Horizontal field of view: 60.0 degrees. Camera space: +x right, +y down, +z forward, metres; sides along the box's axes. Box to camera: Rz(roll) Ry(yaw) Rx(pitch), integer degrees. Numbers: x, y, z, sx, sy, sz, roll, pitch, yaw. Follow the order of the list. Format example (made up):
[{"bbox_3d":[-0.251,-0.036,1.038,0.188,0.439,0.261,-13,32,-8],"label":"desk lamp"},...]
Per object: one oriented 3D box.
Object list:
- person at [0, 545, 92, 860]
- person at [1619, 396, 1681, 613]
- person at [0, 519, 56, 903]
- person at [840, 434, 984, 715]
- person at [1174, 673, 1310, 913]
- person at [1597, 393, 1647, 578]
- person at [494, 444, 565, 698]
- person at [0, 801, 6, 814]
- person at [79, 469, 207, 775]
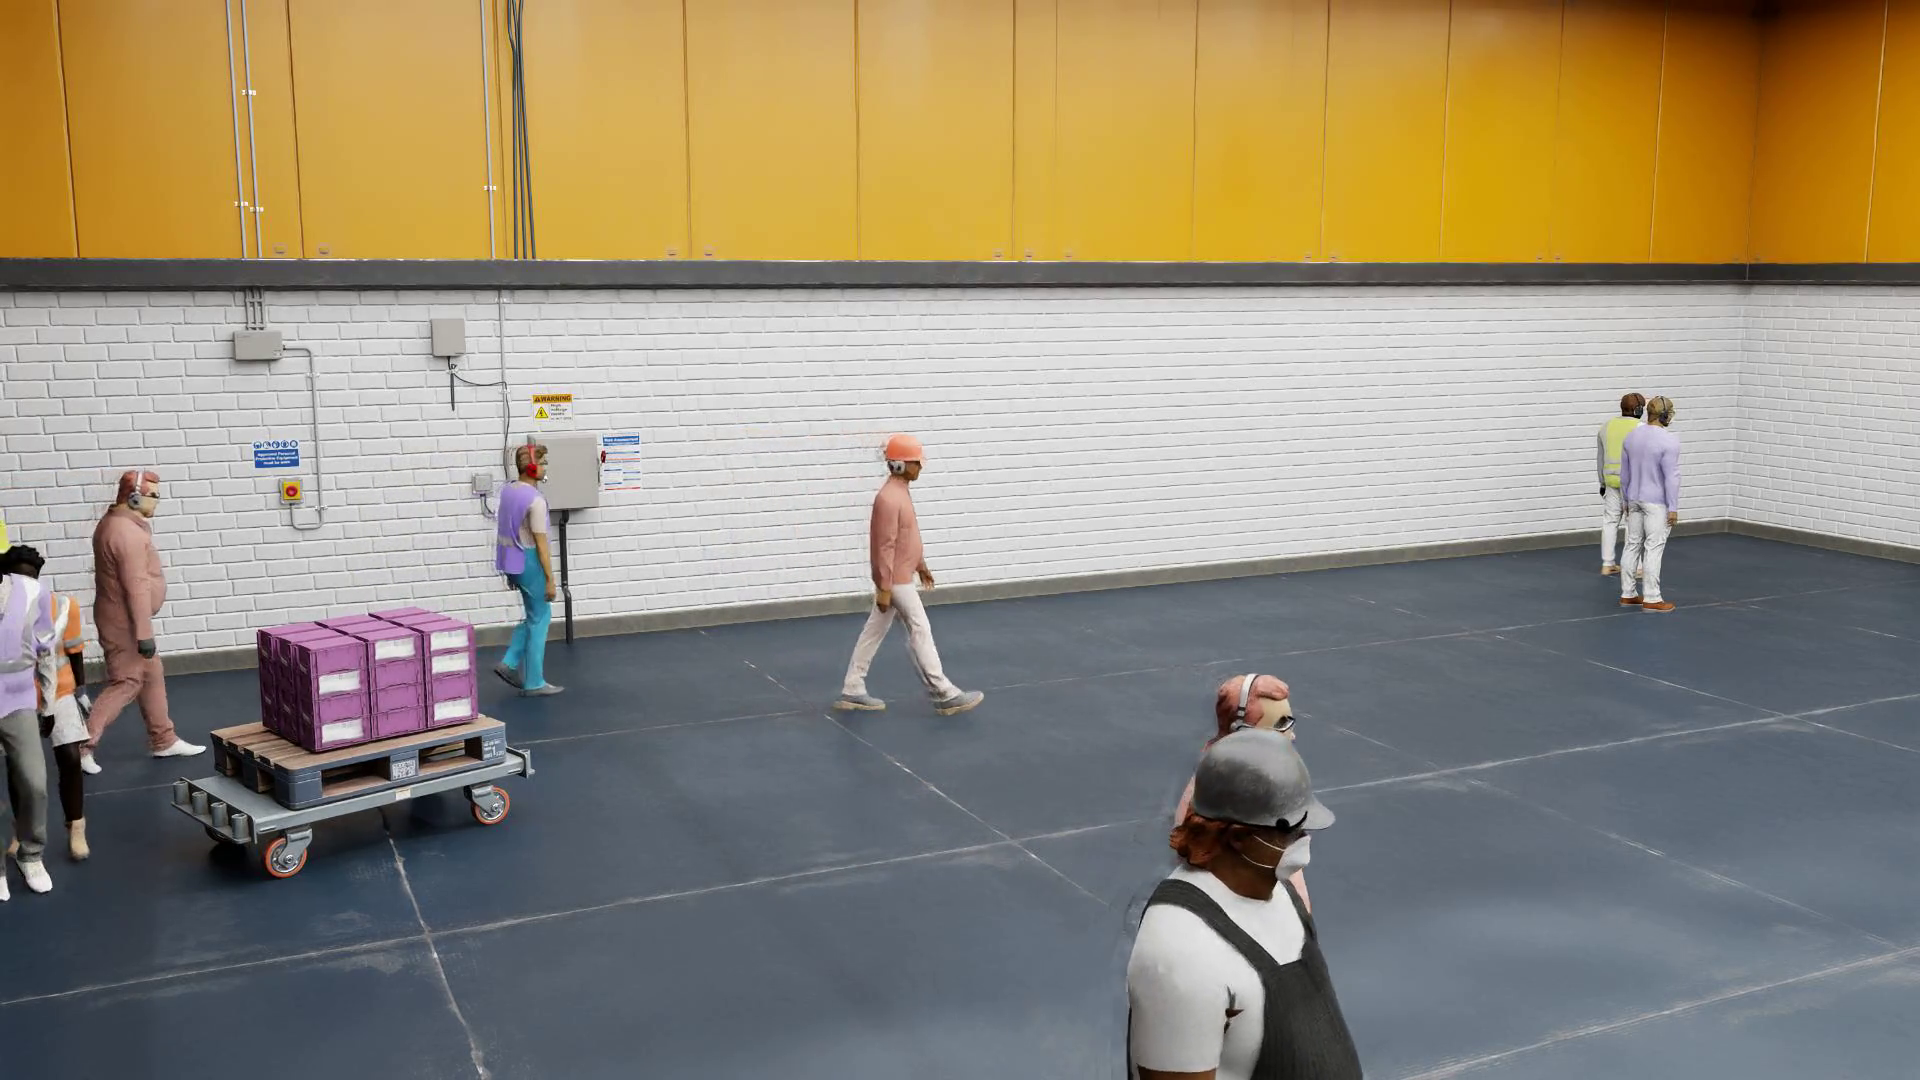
[{"bbox_3d":[-4.747,0.841,8.506,0.551,1.665,0.585,-6,11,-33],"label":"person"},{"bbox_3d":[6.176,-0.322,14.885,0.353,1.937,0.635,-3,10,-21],"label":"person"},{"bbox_3d":[-4.633,0.808,7.966,0.605,1.908,0.474,-7,11,-36],"label":"person"},{"bbox_3d":[-0.371,0.240,11.388,1.015,1.941,0.625,0,9,0],"label":"person"},{"bbox_3d":[0.889,1.306,5.046,0.999,1.855,0.640,2,9,14],"label":"person"},{"bbox_3d":[6.647,-0.545,16.568,0.430,1.845,0.624,-6,11,-31],"label":"person"},{"bbox_3d":[-3.051,0.226,11.819,0.445,1.826,0.588,-7,11,-36],"label":"person"},{"bbox_3d":[-5.676,0.620,9.189,0.700,1.900,0.485,5,11,30],"label":"person"},{"bbox_3d":[-5.091,0.495,10.074,0.816,1.862,0.711,-6,11,-35],"label":"person"}]
